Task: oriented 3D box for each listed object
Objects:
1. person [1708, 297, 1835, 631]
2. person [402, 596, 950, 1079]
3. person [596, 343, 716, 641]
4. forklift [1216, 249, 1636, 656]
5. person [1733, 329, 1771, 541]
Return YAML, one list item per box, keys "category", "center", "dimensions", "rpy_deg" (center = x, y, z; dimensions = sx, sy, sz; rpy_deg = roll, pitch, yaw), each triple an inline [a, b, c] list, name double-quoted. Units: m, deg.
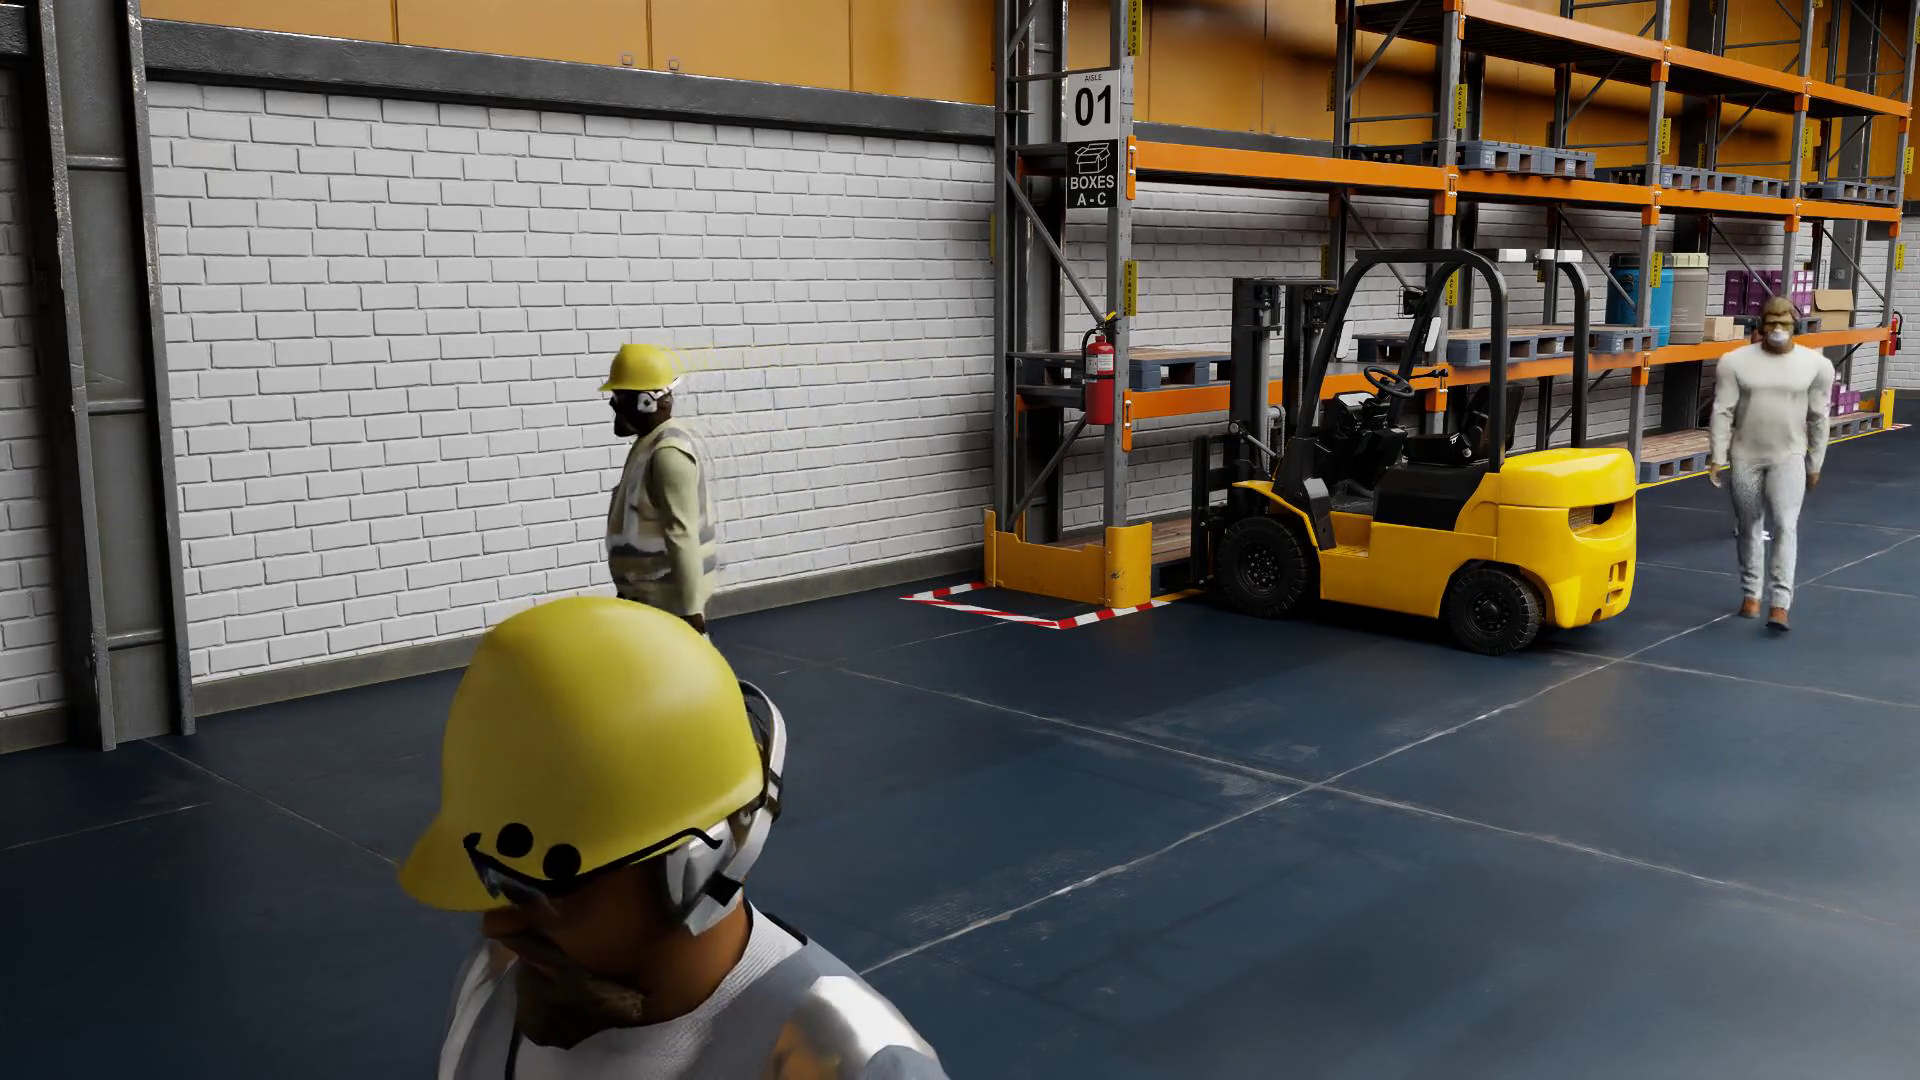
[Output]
- category: "person"
  center: [4.643, -0.433, 9.594]
  dimensions: [0.632, 1.897, 0.951]
  rpy_deg: [5, 11, 30]
- category: "person"
  center: [-0.266, 0.937, 1.436]
  dimensions: [0.589, 1.822, 0.403]
  rpy_deg: [7, 12, 38]
- category: "person"
  center: [-1.218, 0.172, 6.211]
  dimensions: [0.886, 1.789, 0.618]
  rpy_deg: [-2, 10, -13]
- category: "forklift"
  center: [2.710, -0.584, 9.626]
  dimensions: [2.313, 2.155, 1.214]
  rpy_deg: [9, 13, 43]
- category: "person"
  center: [6.128, -0.822, 12.773]
  dimensions: [0.310, 1.642, 0.514]
  rpy_deg: [5, 10, 26]
